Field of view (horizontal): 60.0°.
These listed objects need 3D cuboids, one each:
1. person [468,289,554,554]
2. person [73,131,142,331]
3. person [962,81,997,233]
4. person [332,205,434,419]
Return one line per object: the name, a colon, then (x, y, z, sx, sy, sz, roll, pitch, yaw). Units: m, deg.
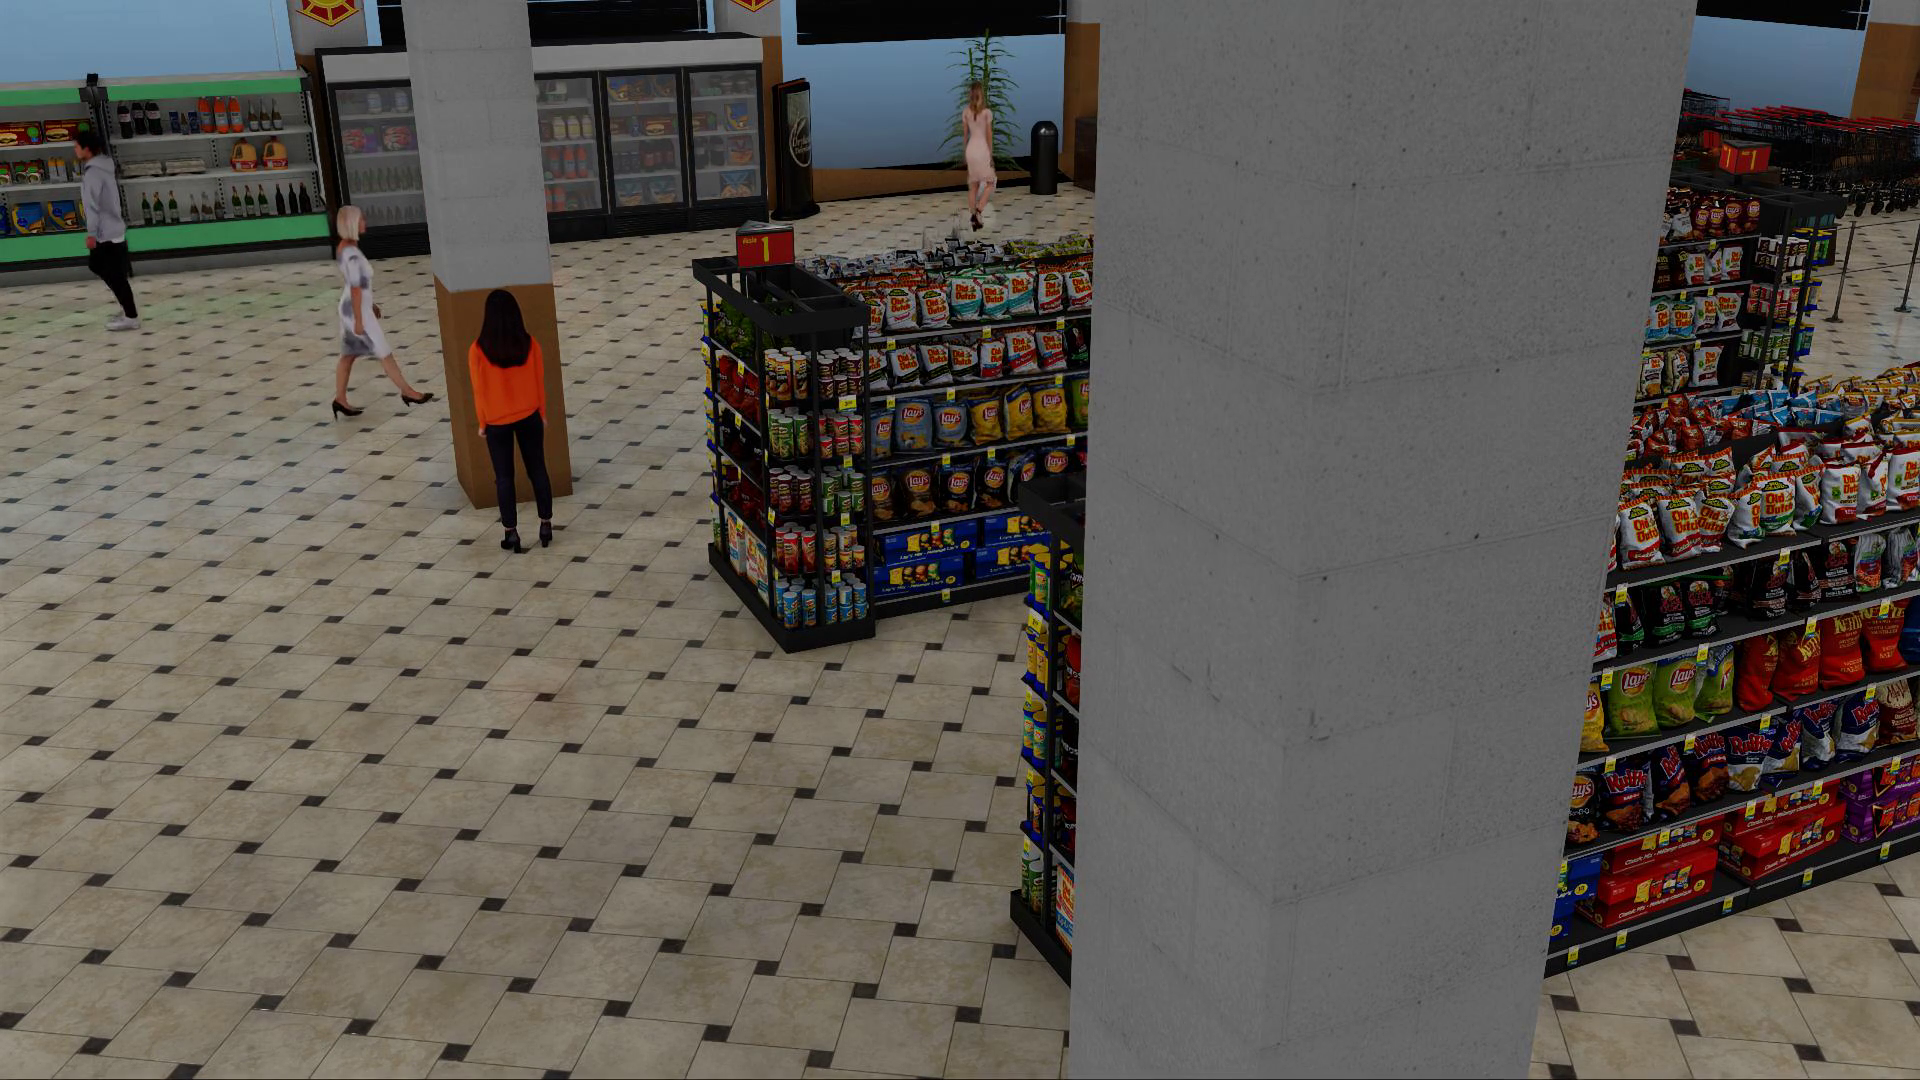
person: (-2.902, -0.771, 10.796, 0.496, 1.748, 0.688, -12, 25, -26)
person: (-8.150, -2.984, 16.080, 0.619, 1.917, 0.680, -9, 24, -21)
person: (0.190, -4.685, 20.445, 0.735, 1.818, 0.792, 11, 24, 26)
person: (-4.935, -1.795, 13.399, 1.031, 1.709, 0.645, -13, 25, -29)
